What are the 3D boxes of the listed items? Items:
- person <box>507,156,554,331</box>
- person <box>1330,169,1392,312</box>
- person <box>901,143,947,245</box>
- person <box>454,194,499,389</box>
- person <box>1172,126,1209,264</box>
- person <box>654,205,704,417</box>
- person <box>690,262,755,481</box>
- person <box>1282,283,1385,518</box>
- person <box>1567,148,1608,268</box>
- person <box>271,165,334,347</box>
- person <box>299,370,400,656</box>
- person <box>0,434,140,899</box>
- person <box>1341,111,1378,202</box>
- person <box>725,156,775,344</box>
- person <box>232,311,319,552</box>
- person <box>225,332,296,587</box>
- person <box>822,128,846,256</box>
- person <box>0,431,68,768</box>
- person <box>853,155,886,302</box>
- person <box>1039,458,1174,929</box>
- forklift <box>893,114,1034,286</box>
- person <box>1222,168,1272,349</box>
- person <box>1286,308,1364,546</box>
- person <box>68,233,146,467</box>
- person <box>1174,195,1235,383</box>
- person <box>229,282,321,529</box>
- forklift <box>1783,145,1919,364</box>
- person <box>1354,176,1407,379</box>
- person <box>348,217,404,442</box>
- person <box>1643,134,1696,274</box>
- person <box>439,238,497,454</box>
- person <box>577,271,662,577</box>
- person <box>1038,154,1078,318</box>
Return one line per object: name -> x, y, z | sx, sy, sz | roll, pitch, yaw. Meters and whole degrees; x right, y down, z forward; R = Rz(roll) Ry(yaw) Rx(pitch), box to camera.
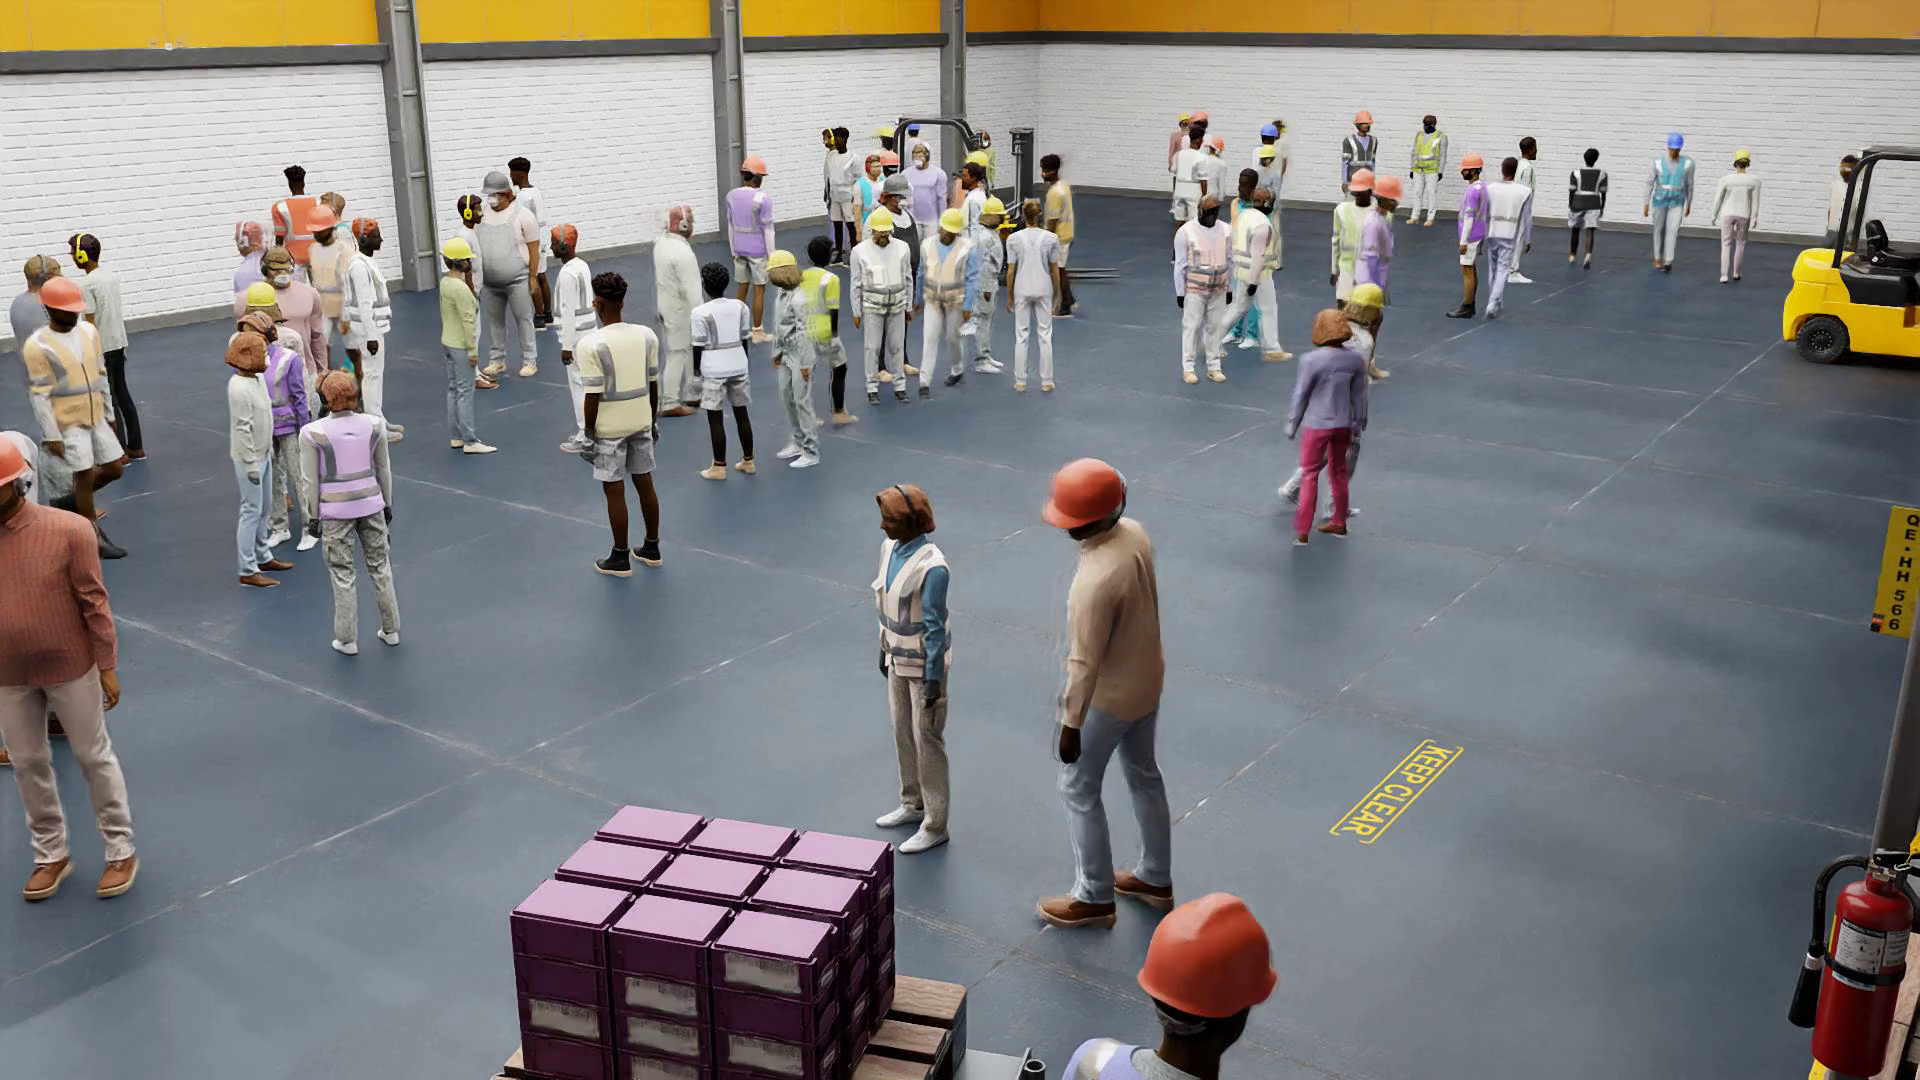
person -> -4.899, -3.371, 18.942 | 0.385, 1.957, 0.603 | 1, 18, 4
person -> 4.022, -2.725, 16.830 | 0.636, 2.013, 0.818 | 8, 20, 24
person -> -0.471, -4.049, 21.108 | 0.636, 1.929, 0.375 | 5, 18, 15
person -> -4.685, -2.383, 16.010 | 0.324, 1.861, 0.510 | -6, 19, -17
person -> 3.287, -4.907, 23.755 | 0.626, 1.958, 0.384 | 17, 24, 42
person -> -2.417, -2.049, 14.924 | 0.732, 1.880, 0.681 | -8, 19, -24
person -> -1.852, -1.304, 12.907 | 0.569, 1.691, 0.320 | -16, 24, -41
person -> 2.697, -0.979, 11.866 | 0.622, 1.701, 0.537 | -5, 18, -16
person -> 8.914, -4.722, 23.647 | 0.540, 1.664, 0.837 | 4, 18, 13
person -> -7.047, -3.041, 17.914 | 0.607, 1.955, 0.385 | -11, 21, -30
person -> -3.437, -0.153, 9.402 | 0.508, 1.629, 0.317 | -17, 24, -42
person -> -3.734, 0.520, 6.729 | 0.629, 1.981, 0.410 | -3, 18, -8
person -> 6.173, -5.584, 25.713 | 0.613, 2.048, 0.362 | -7, 19, -21
person -> -2.246, -3.151, 18.143 | 0.618, 2.028, 0.409 | 11, 21, 31
person -> -4.619, -0.734, 11.215 | 0.525, 1.630, 0.323 | 3, 18, 8
person -> -4.468, -0.519, 10.565 | 0.311, 1.624, 0.513 | -2, 18, -5
person -> -1.882, -5.148, 24.647 | 0.328, 1.865, 0.521 | -11, 21, -30
person -> -4.596, 0.135, 7.990 | 0.390, 1.945, 0.603 | -1, 18, -2
person -> -1.114, -3.876, 20.734 | 0.408, 1.831, 0.570 | 14, 22, 37
person -> 0.617, 0.602, 6.520 | 0.449, 1.947, 0.677 | 9, 20, 27
forklift -> -0.171, -4.594, 22.377 | 2.313, 2.155, 1.214 | 1, 18, 3
person -> 3.098, -3.039, 17.960 | 0.391, 1.920, 0.587 | -11, 21, -32
person -> 2.503, -0.770, 11.342 | 0.511, 1.622, 0.334 | -10, 20, -28
person -> -6.837, -1.509, 13.284 | 0.343, 1.857, 0.521 | 1, 18, 2
person -> 2.393, -2.448, 16.256 | 0.636, 1.834, 0.429 | -6, 19, -19
person -> -4.801, -0.935, 11.663 | 0.487, 1.744, 0.294 | -5, 18, -15
forklift -> 9.803, -2.879, 17.013 | 2.313, 2.155, 1.214 | 12, 21, 33
person -> 4.049, -2.492, 16.121 | 0.455, 2.018, 0.813 | 8, 19, 24
person -> -4.966, -1.775, 14.060 | 0.337, 1.882, 0.585 | -4, 18, -13
person -> 9.842, -4.682, 23.140 | 0.643, 1.888, 1.005 | 7, 19, 20
person -> -4.087, -1.595, 13.689 | 0.329, 1.769, 0.526 | -12, 21, -33
person -> -2.186, -0.741, 10.694 | 0.361, 1.963, 0.613 | 14, 23, 38
person -> 1.130, -3.566, 19.595 | 0.444, 1.932, 0.638 | 3, 18, 8
